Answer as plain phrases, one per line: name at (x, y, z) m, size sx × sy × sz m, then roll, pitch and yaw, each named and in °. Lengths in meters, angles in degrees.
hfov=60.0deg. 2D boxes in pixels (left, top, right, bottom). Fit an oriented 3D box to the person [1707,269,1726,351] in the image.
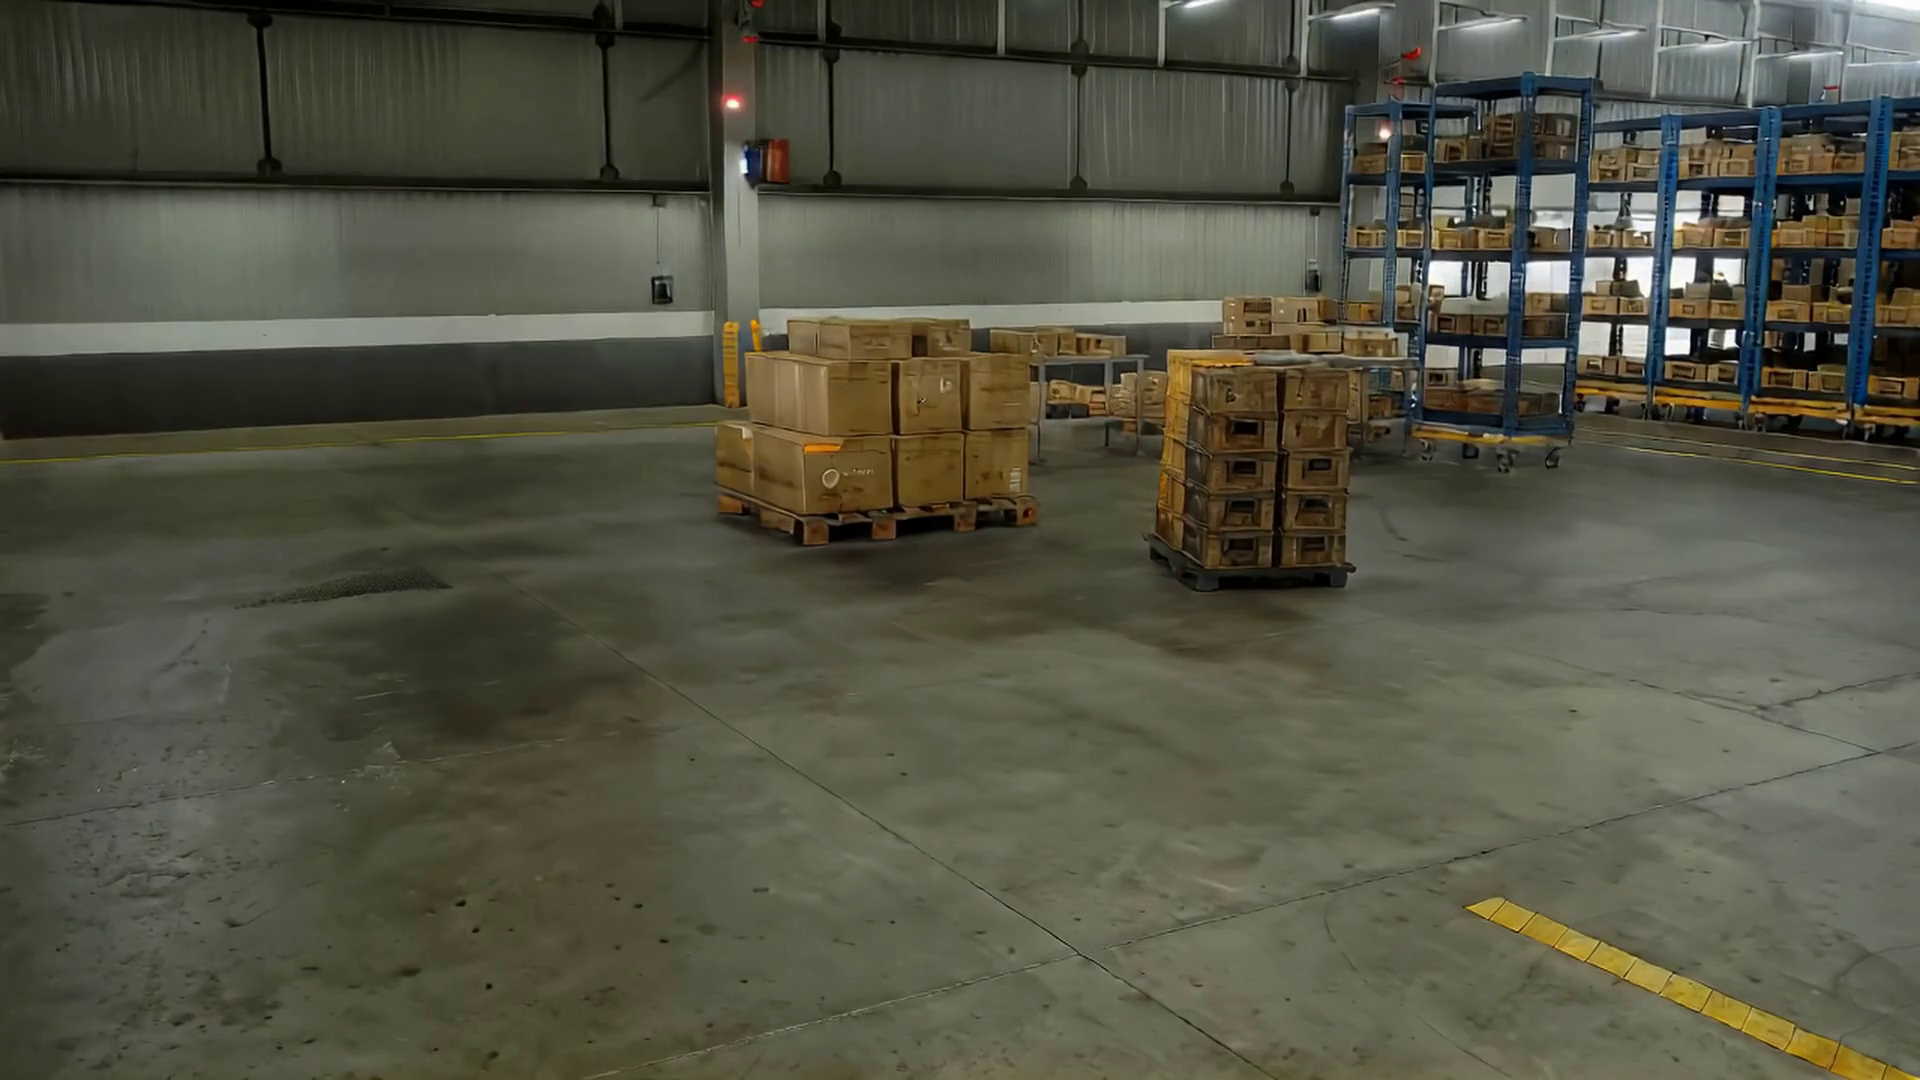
person at (11.331, -3.209, 25.070) m, size 0.563 × 1.742 × 0.359 m, roll -9°, pitch 13°, yaw -40°
